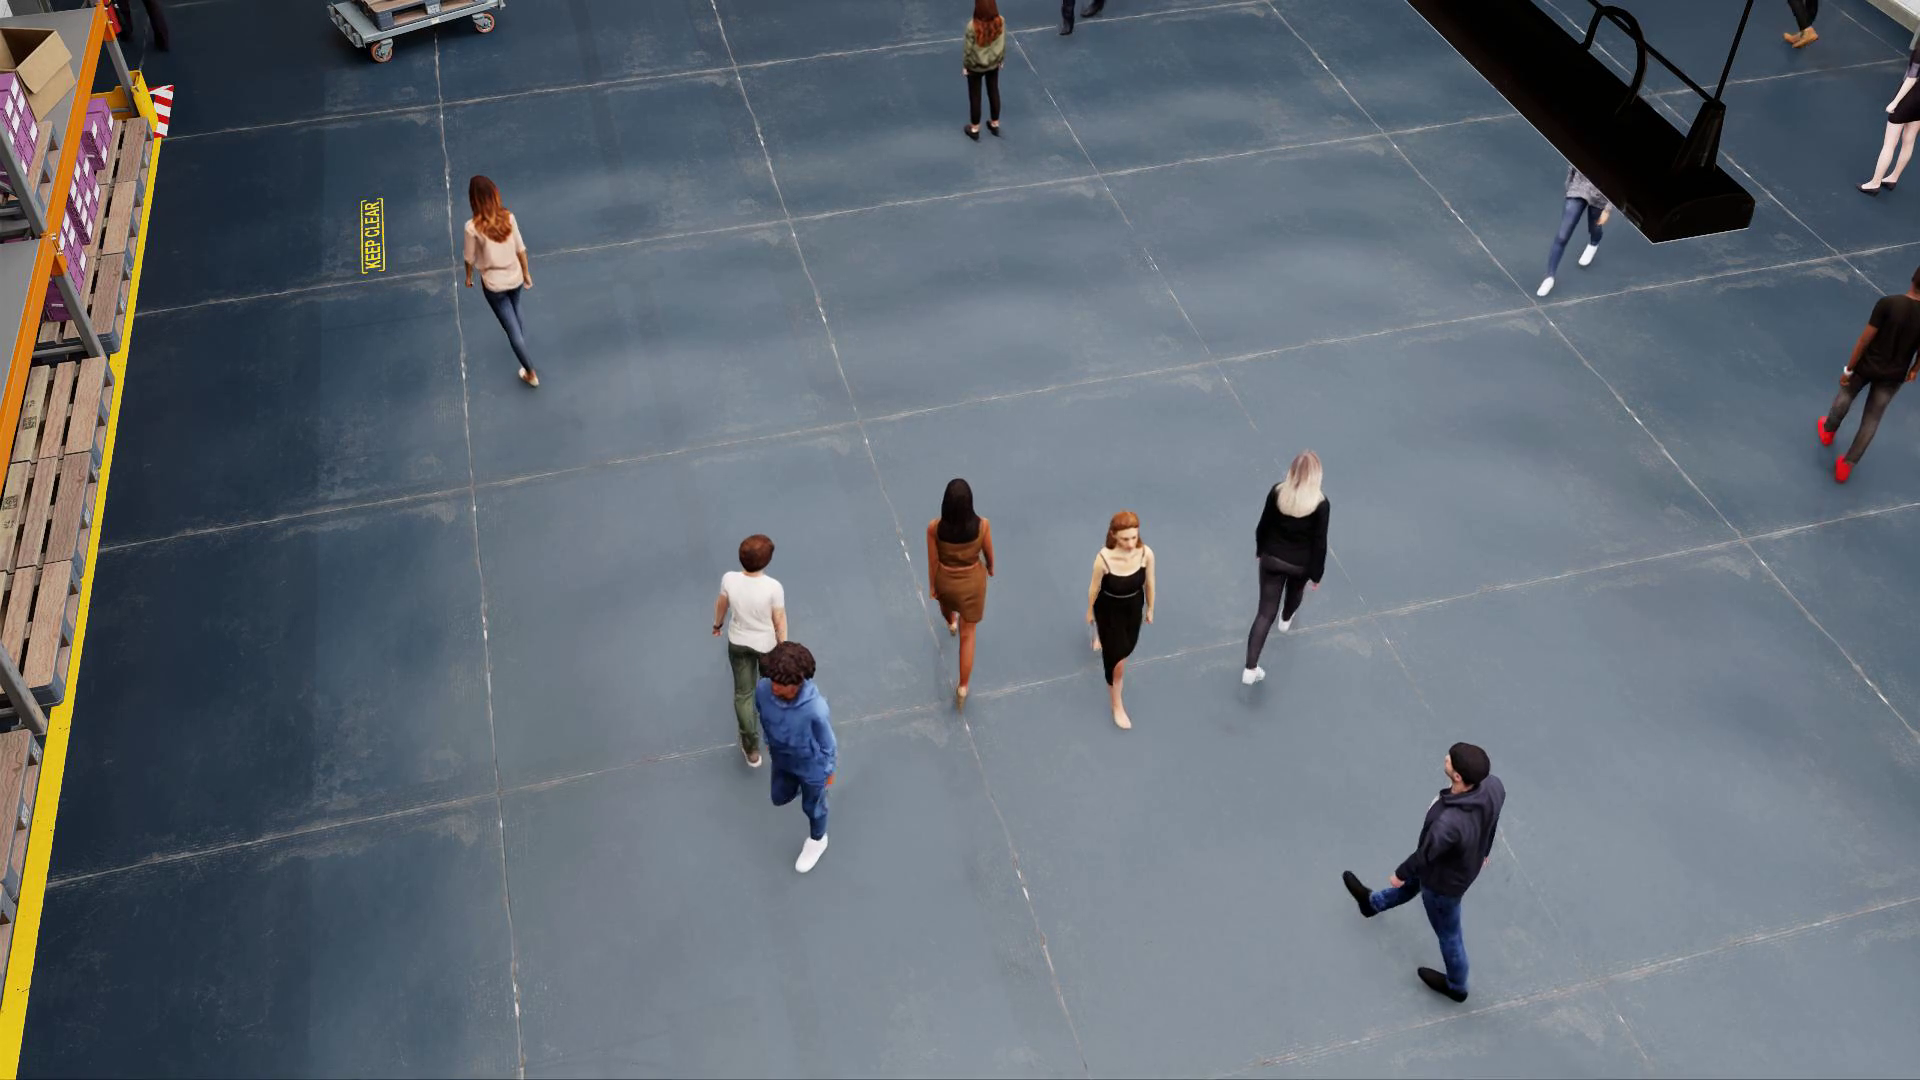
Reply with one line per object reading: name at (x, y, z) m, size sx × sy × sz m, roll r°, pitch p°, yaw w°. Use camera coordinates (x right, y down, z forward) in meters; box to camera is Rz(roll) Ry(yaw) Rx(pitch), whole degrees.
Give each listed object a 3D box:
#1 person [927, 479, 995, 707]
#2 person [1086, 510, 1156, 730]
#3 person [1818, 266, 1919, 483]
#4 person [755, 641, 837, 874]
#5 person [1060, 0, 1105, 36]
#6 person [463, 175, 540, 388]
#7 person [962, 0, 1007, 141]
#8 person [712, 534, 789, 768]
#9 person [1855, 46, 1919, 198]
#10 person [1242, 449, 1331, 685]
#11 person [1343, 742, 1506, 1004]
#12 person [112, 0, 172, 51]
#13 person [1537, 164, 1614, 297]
person at (0.003, 0.351, 10.611) m, size 0.756 × 1.640 × 1.135 m, roll -1°, pitch 44°, yaw -1°
person at (0.989, 0.390, 10.605) m, size 0.560 × 1.591 × 1.035 m, roll -11°, pitch 45°, yaw -11°
person at (6.712, -1.187, 12.124) m, size 0.966 × 1.780 × 1.071 m, roll 14°, pitch 45°, yaw 14°
person at (-0.863, 1.184, 9.628) m, size 0.911 × 1.790 × 0.971 m, roll 22°, pitch 48°, yaw 22°
person at (1.335, -6.253, 17.439) m, size 1.229 × 1.783 × 1.273 m, roll 28°, pitch 50°, yaw 26°
person at (-3.519, -1.954, 12.948) m, size 0.869 × 1.754 × 1.087 m, roll -30°, pitch 51°, yaw -28°
person at (0.233, -4.541, 15.865) m, size 0.629 × 1.476 × 0.568 m, roll -19°, pitch 47°, yaw -18°
person at (-1.279, 0.707, 10.268) m, size 0.990 × 1.598 × 1.257 m, roll 4°, pitch 44°, yaw 4°
person at (8.597, -3.951, 14.989) m, size 0.580 × 1.829 × 0.494 m, roll -12°, pitch 45°, yaw -12°
person at (2.089, 0.228, 10.748) m, size 1.103 × 1.629 × 1.243 m, roll 17°, pitch 46°, yaw 17°
person at (2.684, 1.840, 8.909) m, size 1.288 × 1.832 × 1.083 m, roll 35°, pitch 53°, yaw 31°
person at (-8.502, -5.866, 17.000) m, size 1.118 × 1.829 × 1.032 m, roll 32°, pitch 52°, yaw 29°
person at (5.343, -2.917, 14.000) m, size 1.125 × 1.697 × 1.139 m, roll 25°, pitch 49°, yaw 24°
